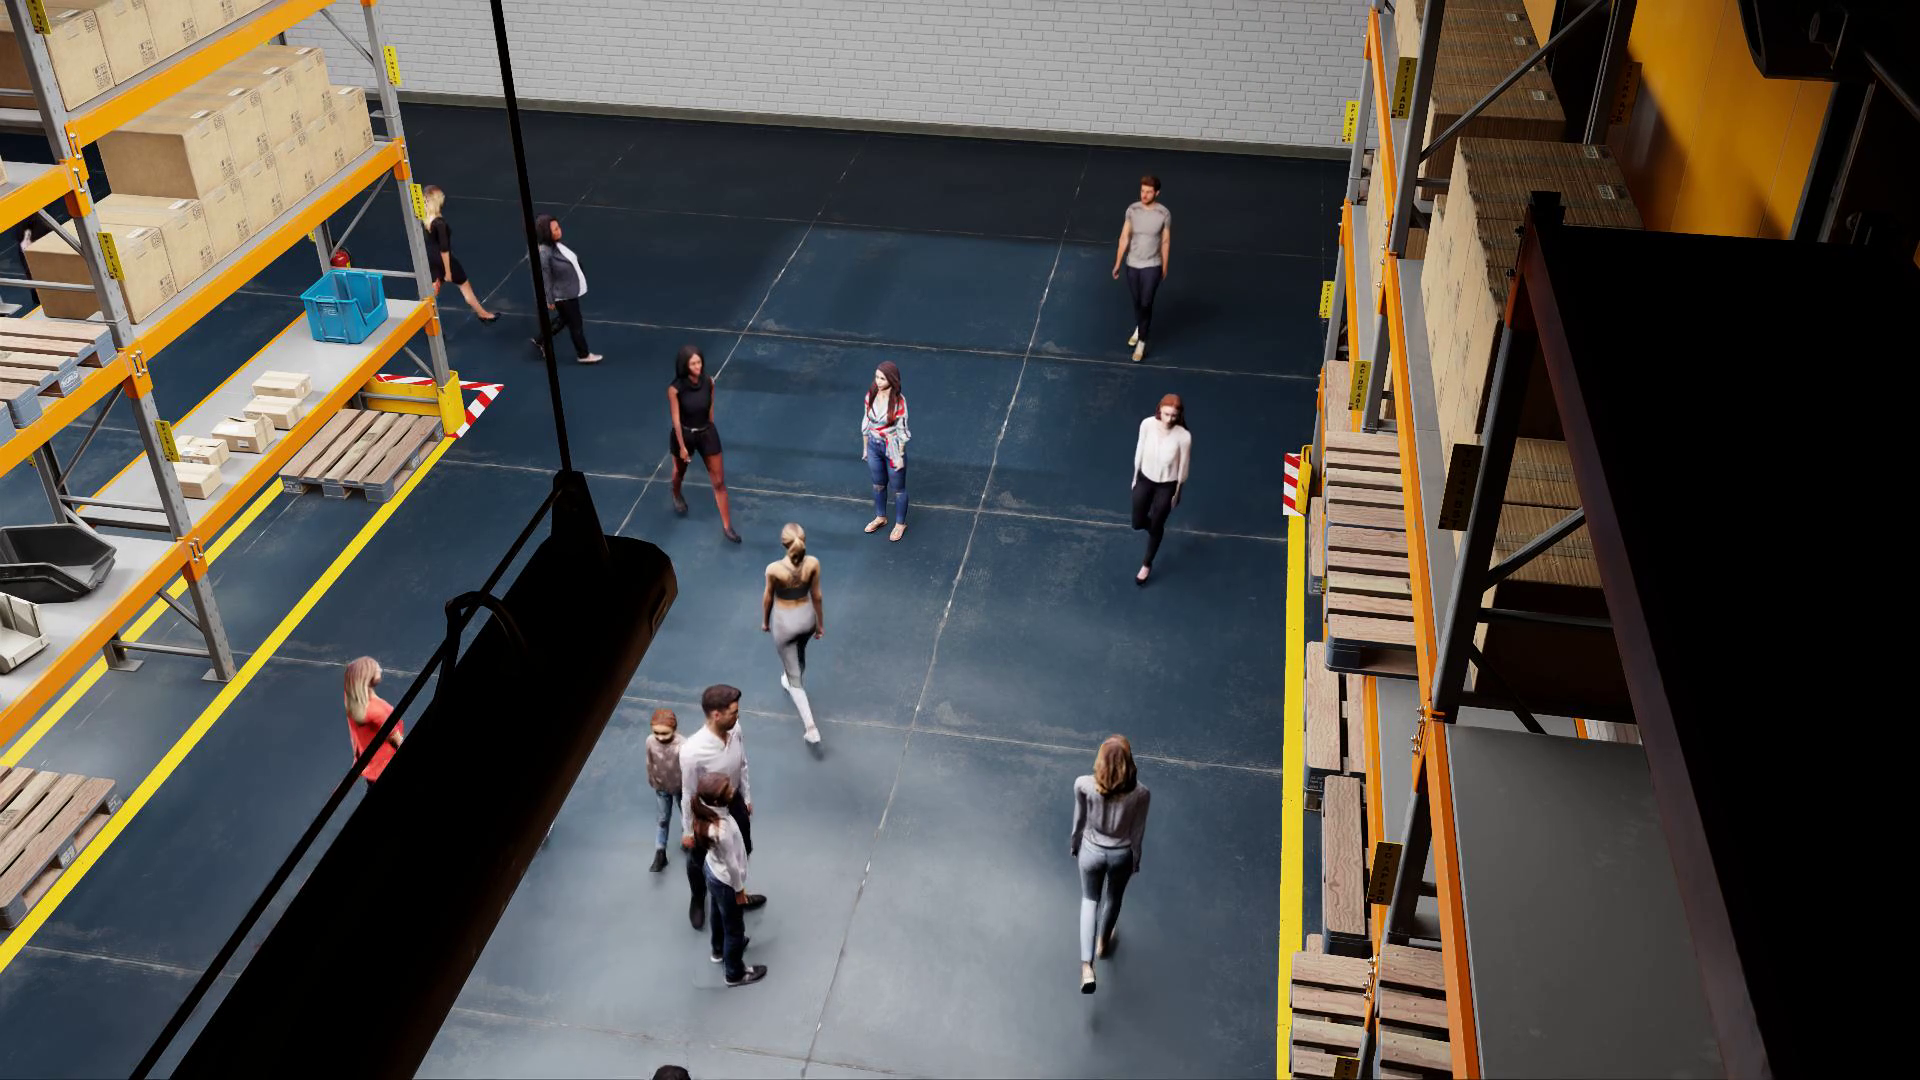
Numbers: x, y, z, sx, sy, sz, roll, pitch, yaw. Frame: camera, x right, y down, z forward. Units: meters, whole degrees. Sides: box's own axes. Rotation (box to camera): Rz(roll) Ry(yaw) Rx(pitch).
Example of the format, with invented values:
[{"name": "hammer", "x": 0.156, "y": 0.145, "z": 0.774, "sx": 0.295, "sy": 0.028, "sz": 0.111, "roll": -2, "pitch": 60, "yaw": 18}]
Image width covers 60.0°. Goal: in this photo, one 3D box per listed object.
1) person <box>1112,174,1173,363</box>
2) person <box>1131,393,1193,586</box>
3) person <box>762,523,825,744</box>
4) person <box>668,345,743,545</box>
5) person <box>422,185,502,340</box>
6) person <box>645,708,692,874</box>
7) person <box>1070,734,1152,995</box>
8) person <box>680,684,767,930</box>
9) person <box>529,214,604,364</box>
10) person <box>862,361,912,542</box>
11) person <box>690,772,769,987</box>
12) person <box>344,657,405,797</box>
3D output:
[{"name": "person", "x": 1.874, "y": -2.801, "z": 16.705, "sx": 0.815, "sy": 1.868, "sz": 0.979, "roll": 17, "pitch": 37, "yaw": 23}, {"name": "person", "x": 1.617, "y": -0.443, "z": 13.272, "sx": 0.758, "sy": 1.741, "sz": 0.833, "roll": 19, "pitch": 38, "yaw": 26}, {"name": "person", "x": -1.146, "y": 0.666, "z": 11.670, "sx": 0.996, "sy": 1.668, "sz": 1.182, "roll": -15, "pitch": 36, "yaw": -21}, {"name": "person", "x": -2.271, "y": -0.843, "z": 13.920, "sx": 1.147, "sy": 1.690, "sz": 1.229, "roll": -20, "pitch": 39, "yaw": -28}, {"name": "person", "x": -5.323, "y": -2.759, "z": 16.854, "sx": 1.098, "sy": 1.634, "sz": 0.977, "roll": -27, "pitch": 42, "yaw": -34}, {"name": "person", "x": -1.845, "y": 1.541, "z": 10.795, "sx": 0.513, "sy": 1.179, "sz": 0.712, "roll": 4, "pitch": 34, "yaw": 6}, {"name": "person", "x": 0.845, "y": 1.906, "z": 9.700, "sx": 0.631, "sy": 1.783, "sz": 0.995, "roll": 7, "pitch": 34, "yaw": 11}, {"name": "person", "x": -1.521, "y": 1.625, "z": 10.073, "sx": 0.782, "sy": 1.839, "sz": 0.867, "roll": -22, "pitch": 39, "yaw": -29}, {"name": "person", "x": -4.009, "y": -2.464, "z": 16.464, "sx": 0.863, "sy": 1.573, "sz": 0.972, "roll": -2, "pitch": 34, "yaw": -2}, {"name": "person", "x": -0.607, "y": -0.758, "z": 13.861, "sx": 0.652, "sy": 1.614, "sz": 0.626, "roll": 18, "pitch": 37, "yaw": 25}, {"name": "person", "x": -1.400, "y": 1.973, "z": 9.802, "sx": 0.686, "sy": 1.559, "sz": 0.616, "roll": -17, "pitch": 37, "yaw": -24}, {"name": "person", "x": -3.714, "y": 1.502, "z": 10.440, "sx": 1.213, "sy": 1.637, "sz": 1.070, "roll": -27, "pitch": 42, "yaw": -34}]
